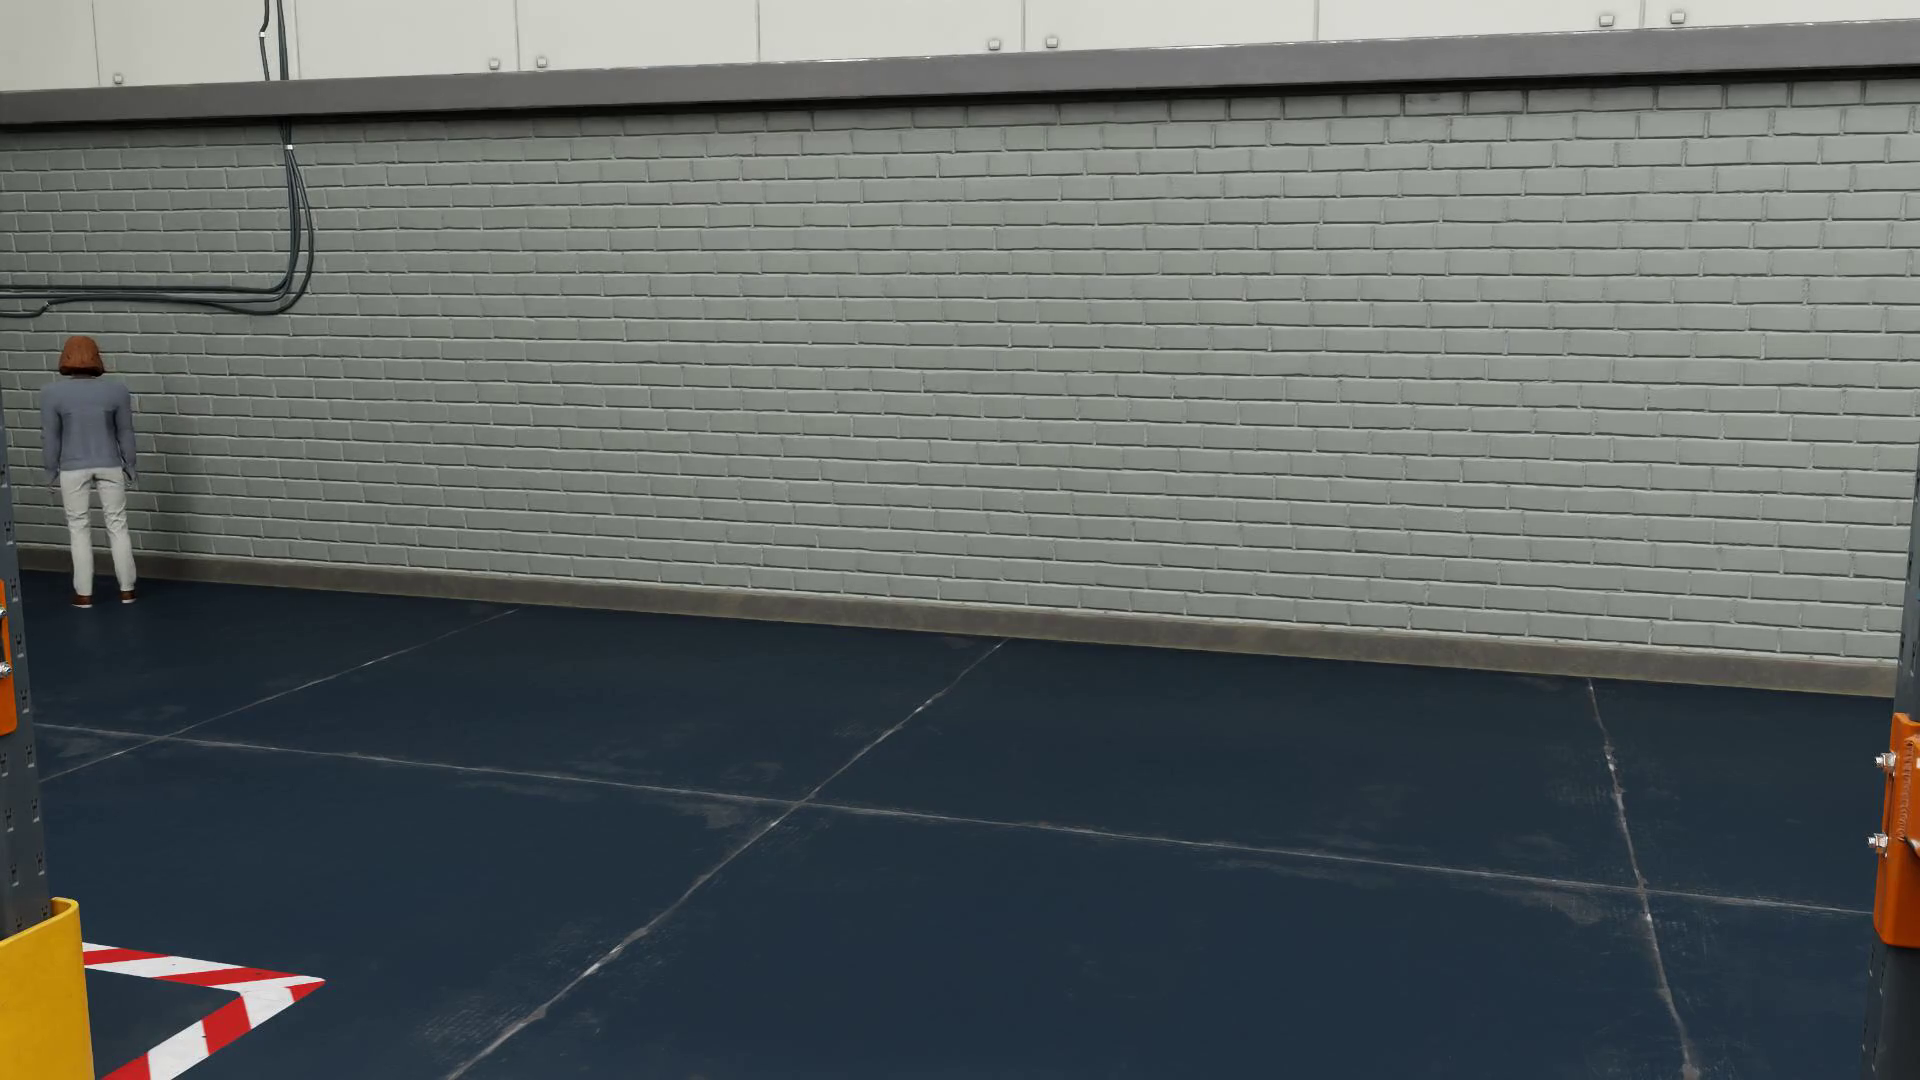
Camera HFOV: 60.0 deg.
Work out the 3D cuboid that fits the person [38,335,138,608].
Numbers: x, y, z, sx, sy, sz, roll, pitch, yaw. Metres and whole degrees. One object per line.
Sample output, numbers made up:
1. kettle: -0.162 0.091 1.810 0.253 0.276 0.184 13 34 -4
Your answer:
1. person: -5.220 -0.410 9.989 0.507 1.631 0.266 -7 12 -35
